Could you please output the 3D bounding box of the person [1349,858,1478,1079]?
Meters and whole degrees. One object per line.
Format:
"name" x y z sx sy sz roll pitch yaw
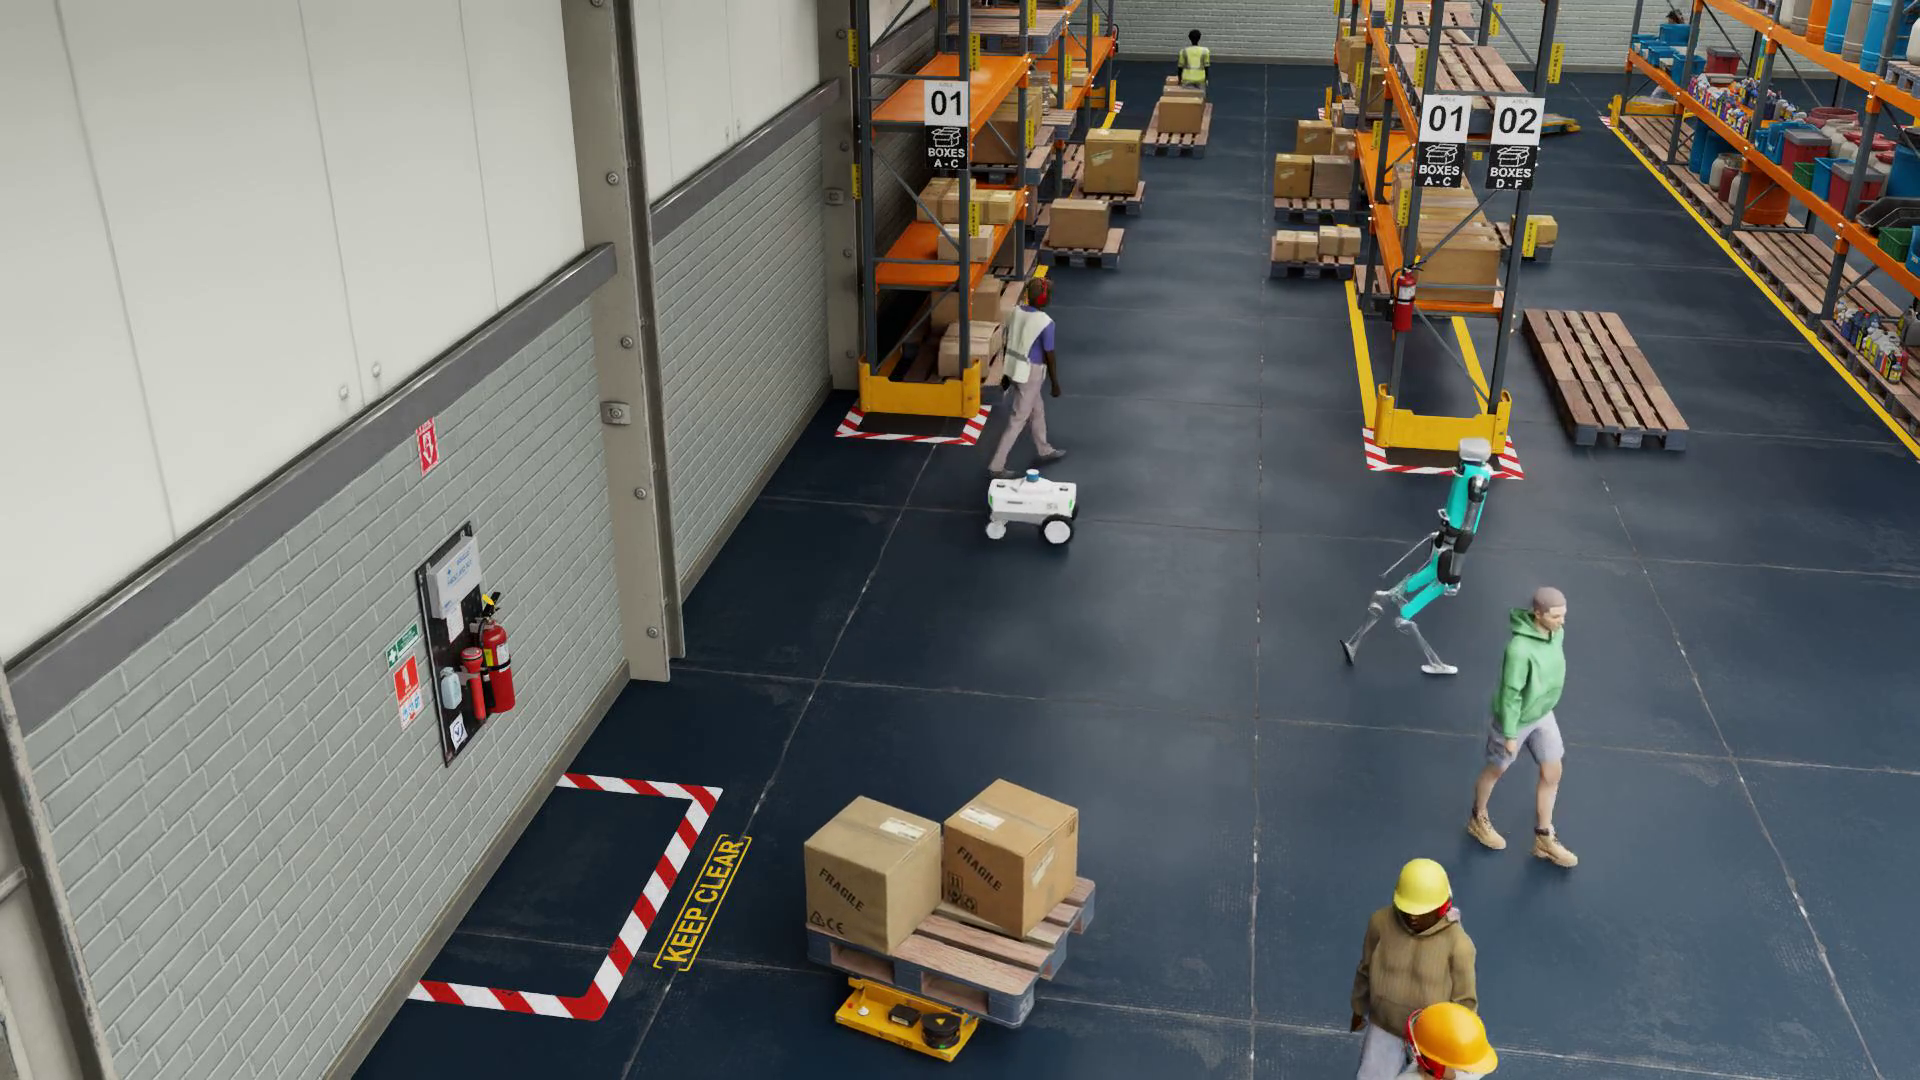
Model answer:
"person" 1.915 2.120 7.104 0.563 1.716 0.897 13 28 26

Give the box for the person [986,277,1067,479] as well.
"person" 0.584 -1.430 14.632 0.958 1.787 0.555 -14 29 -28

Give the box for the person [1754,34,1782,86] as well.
"person" 15.852 -9.796 32.555 0.311 1.768 0.524 -19 31 -35

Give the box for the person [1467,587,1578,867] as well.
"person" 3.261 1.070 9.351 0.524 1.711 0.764 -16 29 -31

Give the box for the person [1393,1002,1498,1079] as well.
"person" 1.694 2.478 6.155 0.385 1.891 0.579 22 33 39

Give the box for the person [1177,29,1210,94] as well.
"person" 4.024 -7.960 28.708 0.552 1.677 0.641 4 25 8

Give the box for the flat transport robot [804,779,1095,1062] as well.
"flat transport robot" -0.019 2.147 8.762 0.659 0.231 1.431 12 28 24

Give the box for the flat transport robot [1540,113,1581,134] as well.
"flat transport robot" 9.918 -7.124 28.604 1.431 0.231 0.659 -12 28 -24

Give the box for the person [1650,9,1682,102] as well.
"person" 12.814 -8.661 30.084 0.573 1.796 0.991 -14 28 -27

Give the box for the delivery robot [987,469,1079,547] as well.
"delivery robot" 0.618 -0.276 13.632 0.803 0.614 0.499 3 25 7

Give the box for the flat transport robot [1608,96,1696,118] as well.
"flat transport robot" 12.589 -7.853 30.164 0.659 0.231 1.431 -19 31 -34

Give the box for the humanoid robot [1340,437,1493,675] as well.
"humanoid robot" 3.051 0.138 11.348 0.963 1.775 0.555 3 25 6
